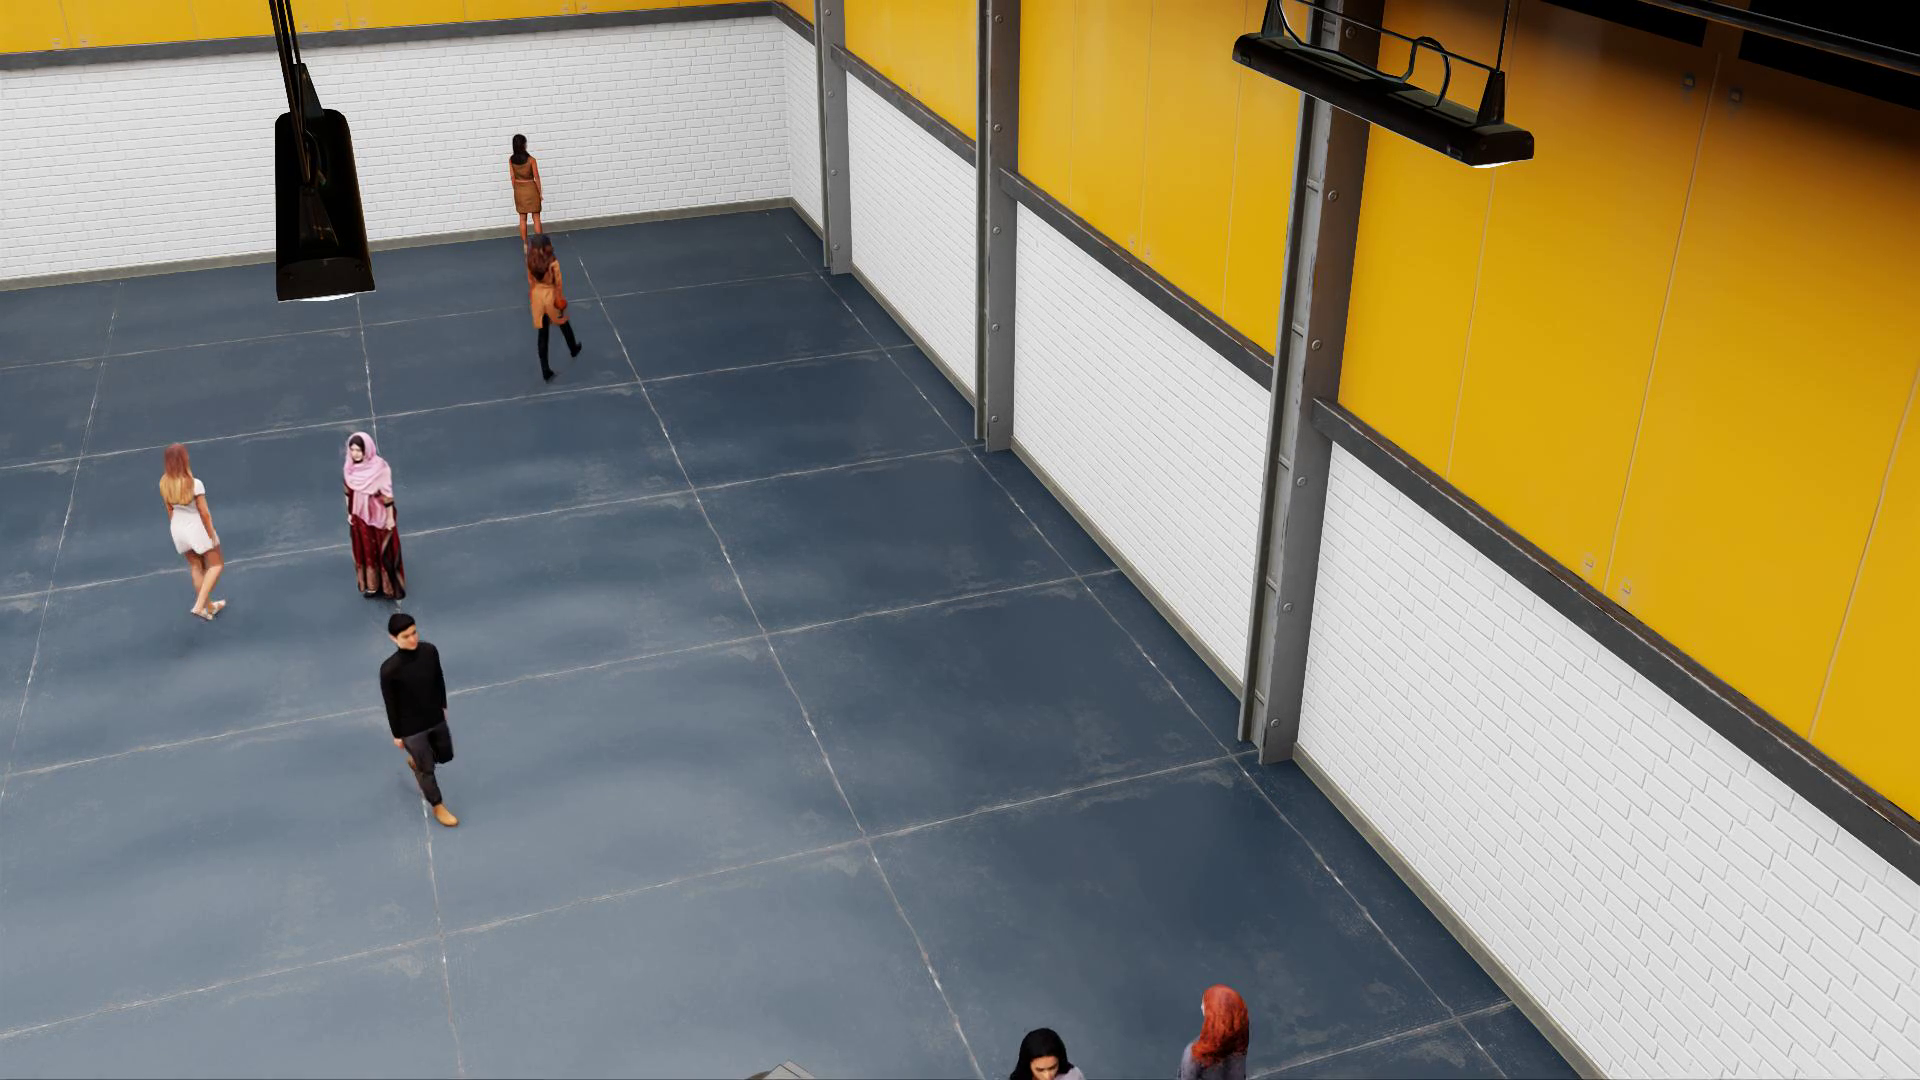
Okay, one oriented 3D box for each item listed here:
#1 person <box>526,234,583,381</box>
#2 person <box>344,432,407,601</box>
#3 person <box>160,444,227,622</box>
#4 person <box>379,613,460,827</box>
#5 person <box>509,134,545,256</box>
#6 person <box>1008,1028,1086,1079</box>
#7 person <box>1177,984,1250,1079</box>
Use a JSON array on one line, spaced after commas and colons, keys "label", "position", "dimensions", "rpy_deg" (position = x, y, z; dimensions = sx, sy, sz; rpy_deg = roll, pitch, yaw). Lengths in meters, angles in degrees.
[{"label": "person", "position": [-4.825, -2.675, 19.296], "dimensions": [1.032, 1.683, 1.231], "rpy_deg": [4, 29, 8]}, {"label": "person", "position": [-5.255, -0.233, 14.868], "dimensions": [0.774, 1.636, 0.805], "rpy_deg": [8, 30, 14]}, {"label": "person", "position": [-6.691, -0.011, 14.412], "dimensions": [0.775, 1.683, 0.884], "rpy_deg": [4, 29, 8]}, {"label": "person", "position": [-3.941, 1.267, 12.044], "dimensions": [1.012, 1.707, 0.898], "rpy_deg": [22, 35, 34]}, {"label": "person", "position": [-6.049, -4.819, 23.224], "dimensions": [0.647, 1.686, 0.656], "rpy_deg": [4, 29, 8]}, {"label": "person", "position": [0.375, 3.124, 8.646], "dimensions": [0.716, 1.700, 1.064], "rpy_deg": [-15, 32, -25]}, {"label": "person", "position": [1.341, 3.067, 8.686], "dimensions": [0.653, 1.763, 0.850], "rpy_deg": [-15, 32, -25]}]
